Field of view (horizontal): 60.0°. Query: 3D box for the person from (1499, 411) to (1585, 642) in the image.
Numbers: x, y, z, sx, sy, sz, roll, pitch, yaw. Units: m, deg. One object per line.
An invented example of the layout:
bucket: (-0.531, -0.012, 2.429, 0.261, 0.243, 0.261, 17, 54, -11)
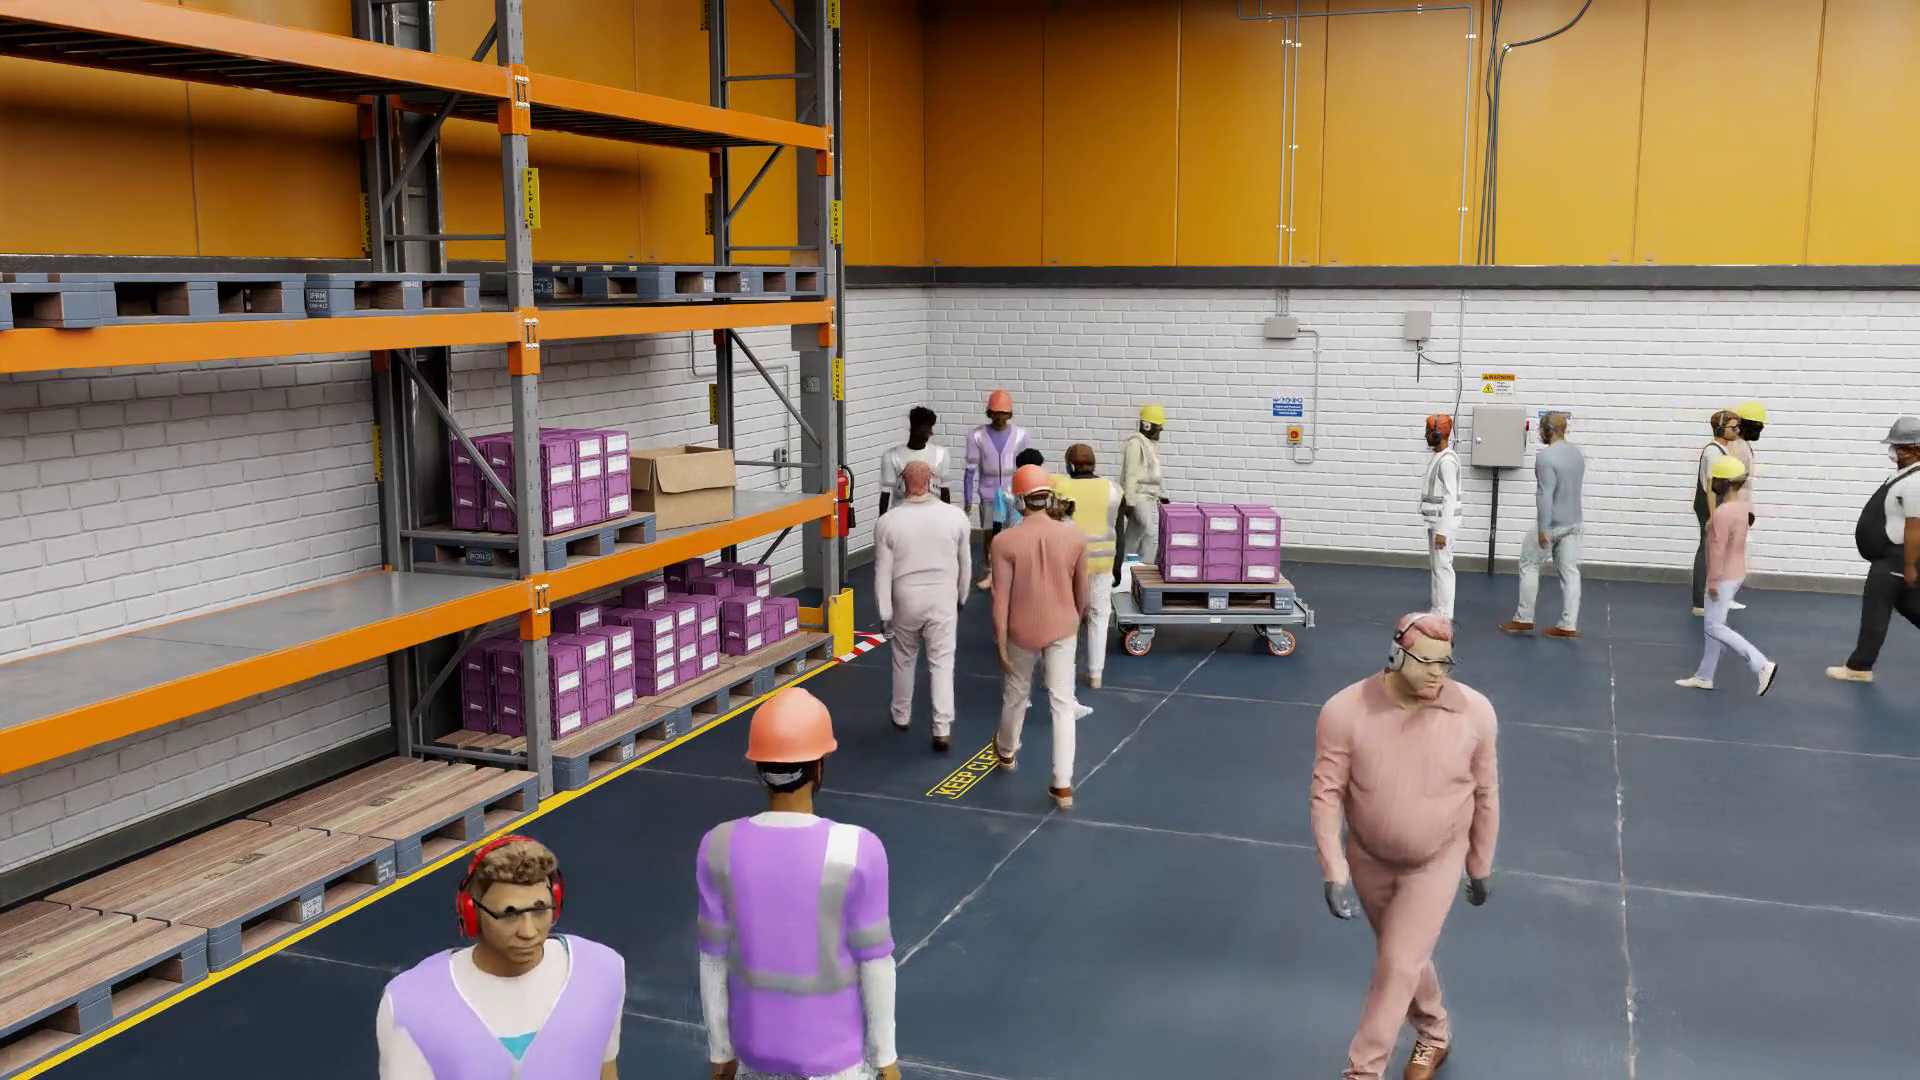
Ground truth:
person: (4.917, -0.127, 13.929, 0.646, 1.902, 0.783, -6, 11, -35)

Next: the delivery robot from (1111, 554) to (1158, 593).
delivery robot: (1.531, 0.366, 14.776, 0.707, 0.478, 0.477, -5, 10, -28)

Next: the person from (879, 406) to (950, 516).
person: (-0.368, -0.158, 14.041, 0.681, 1.932, 0.613, -2, 9, -11)

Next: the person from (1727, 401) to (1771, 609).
person: (7.039, -0.303, 15.042, 0.443, 1.905, 0.588, 5, 10, 28)

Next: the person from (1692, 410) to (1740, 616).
person: (6.727, -0.236, 14.812, 0.350, 1.846, 0.506, 5, 10, 30)

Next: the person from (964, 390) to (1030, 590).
person: (0.347, -0.445, 15.772, 0.629, 1.979, 0.894, 0, 9, -1)

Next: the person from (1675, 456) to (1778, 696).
person: (5.562, 0.269, 11.957, 0.678, 1.748, 0.528, 9, 12, 43)

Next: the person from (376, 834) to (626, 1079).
person: (-1.007, 1.547, 3.782, 0.573, 1.792, 0.981, -4, 10, -24)

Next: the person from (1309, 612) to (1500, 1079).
person: (1.594, 1.163, 6.016, 0.613, 1.845, 0.914, 5, 10, 29)

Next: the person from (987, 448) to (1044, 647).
person: (0.504, 0.092, 13.359, 0.595, 1.647, 0.710, -2, 9, -11)

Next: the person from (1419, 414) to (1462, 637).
person: (4.024, -0.121, 13.971, 0.362, 1.883, 0.576, 2, 9, 9)

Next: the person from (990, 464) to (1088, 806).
person: (0.457, 0.518, 9.793, 0.630, 1.928, 1.067, -2, 9, -12)

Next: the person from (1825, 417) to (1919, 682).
person: (7.031, 0.069, 12.286, 0.914, 2.000, 0.682, 6, 11, 31)

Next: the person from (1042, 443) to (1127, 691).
person: (0.890, 0.204, 12.139, 0.642, 1.823, 0.449, -2, 9, -11)

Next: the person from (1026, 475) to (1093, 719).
person: (0.617, 0.381, 11.425, 0.496, 1.674, 0.958, -8, 12, -40)

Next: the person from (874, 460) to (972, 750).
person: (-0.237, 0.405, 10.756, 0.648, 1.862, 0.953, -1, 9, -7)

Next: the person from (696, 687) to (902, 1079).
person: (-0.458, 1.363, 4.524, 0.560, 1.925, 0.634, 3, 9, 18)

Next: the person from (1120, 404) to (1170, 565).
person: (1.811, -0.415, 16.072, 0.646, 1.794, 0.645, 3, 9, 18)
